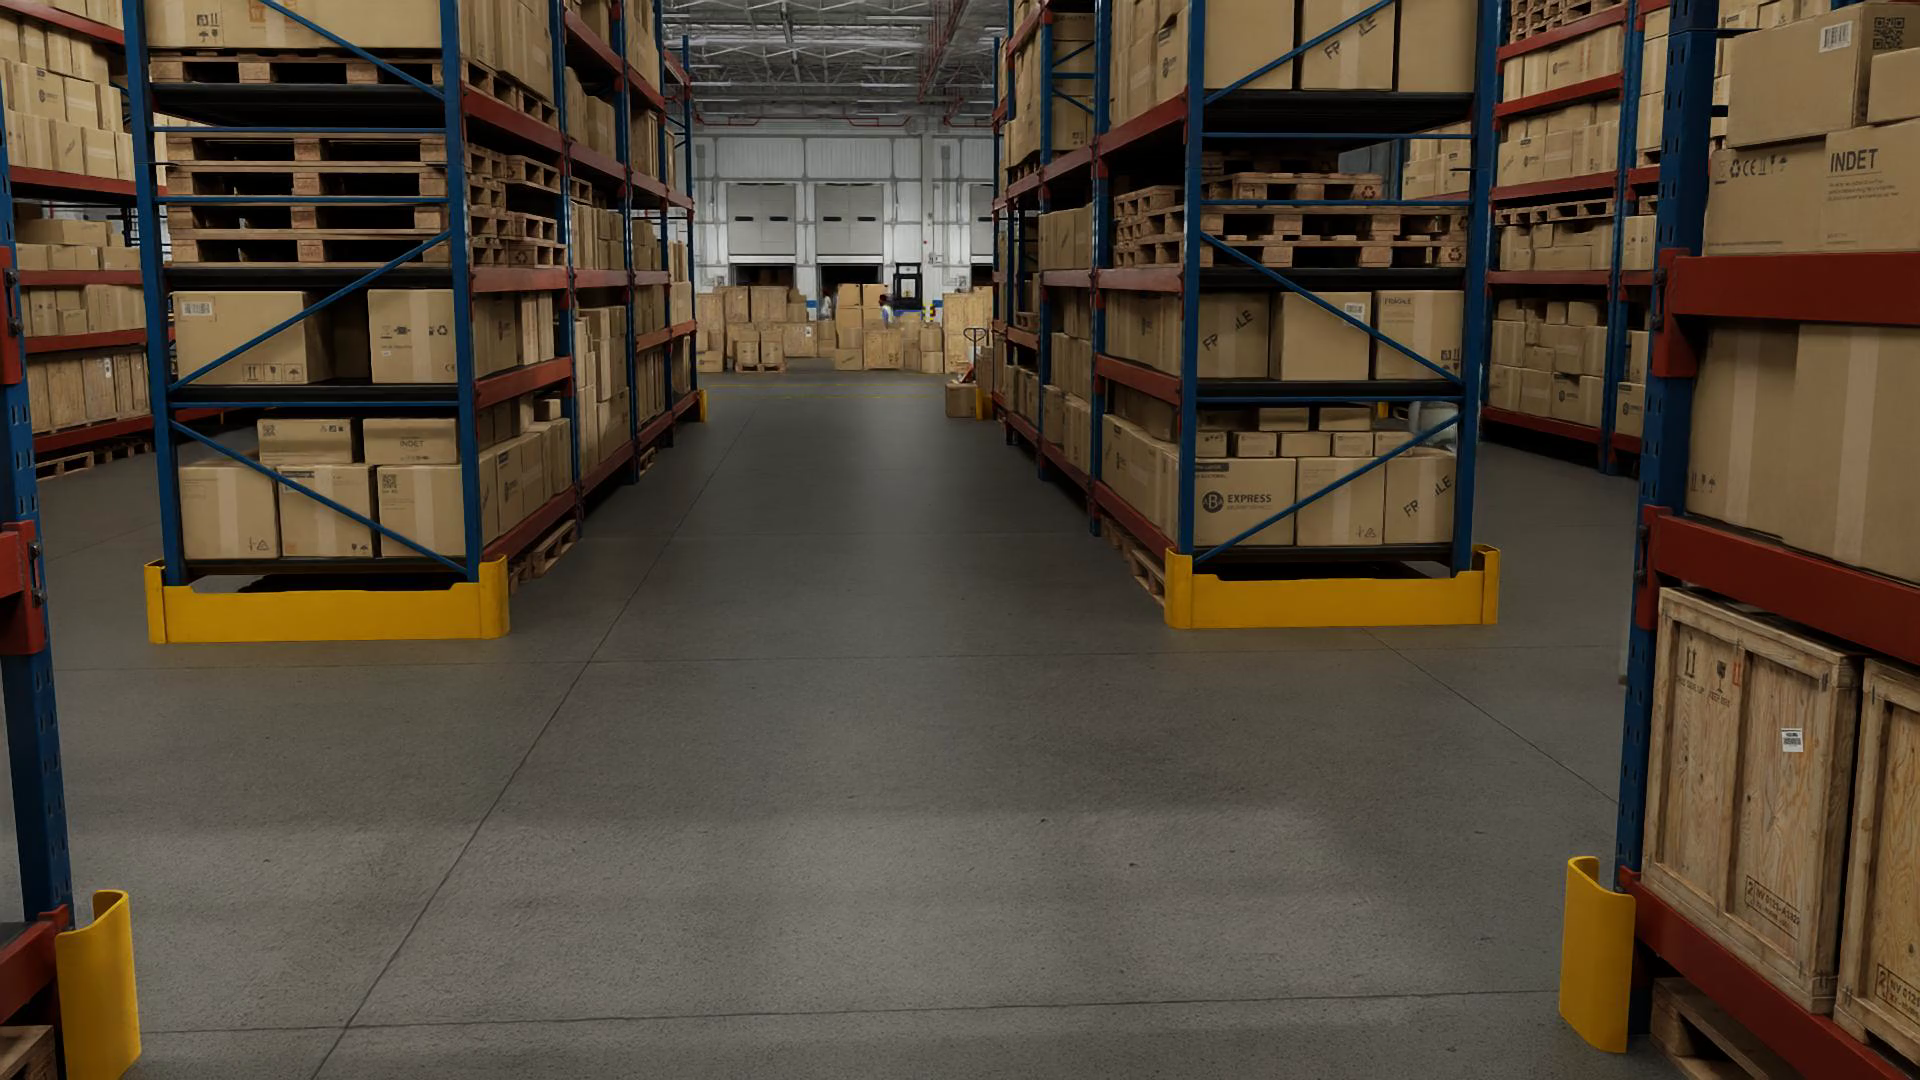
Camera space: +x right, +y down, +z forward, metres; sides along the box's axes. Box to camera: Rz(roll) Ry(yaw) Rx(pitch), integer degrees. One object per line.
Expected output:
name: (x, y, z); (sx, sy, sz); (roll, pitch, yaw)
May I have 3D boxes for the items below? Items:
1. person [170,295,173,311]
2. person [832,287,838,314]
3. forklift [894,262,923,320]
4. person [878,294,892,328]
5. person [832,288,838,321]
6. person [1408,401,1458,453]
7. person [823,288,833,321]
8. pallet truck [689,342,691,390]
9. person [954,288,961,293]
person: (-29.543, -8.626, 62.791); (0.388, 1.987, 0.608); (1, 9, 5)
person: (-4.572, -8.630, 62.955); (0.545, 1.942, 0.351); (1, 9, 9)
forklift: (-1.918, -8.863, 61.485); (1.129, 2.768, 1.873); (-1, 9, -4)
person: (-1.917, -5.443, 43.137); (0.967, 1.882, 0.589); (-1, 9, -8)
person: (-4.542, -8.429, 61.827); (0.499, 1.897, 0.653); (-3, 10, -20)
person: (4.171, -0.946, 14.447); (0.633, 2.021, 0.524); (-1, 9, -7)
person: (-4.922, -8.497, 62.386); (0.516, 1.861, 0.626); (2, 9, 11)
pallet truck: (-5.225, -3.008, 27.480); (1.885, 1.965, 0.823); (2, 9, 14)
person: (0.020, -7.671, 56.998); (0.522, 1.920, 0.646); (4, 10, 22)
